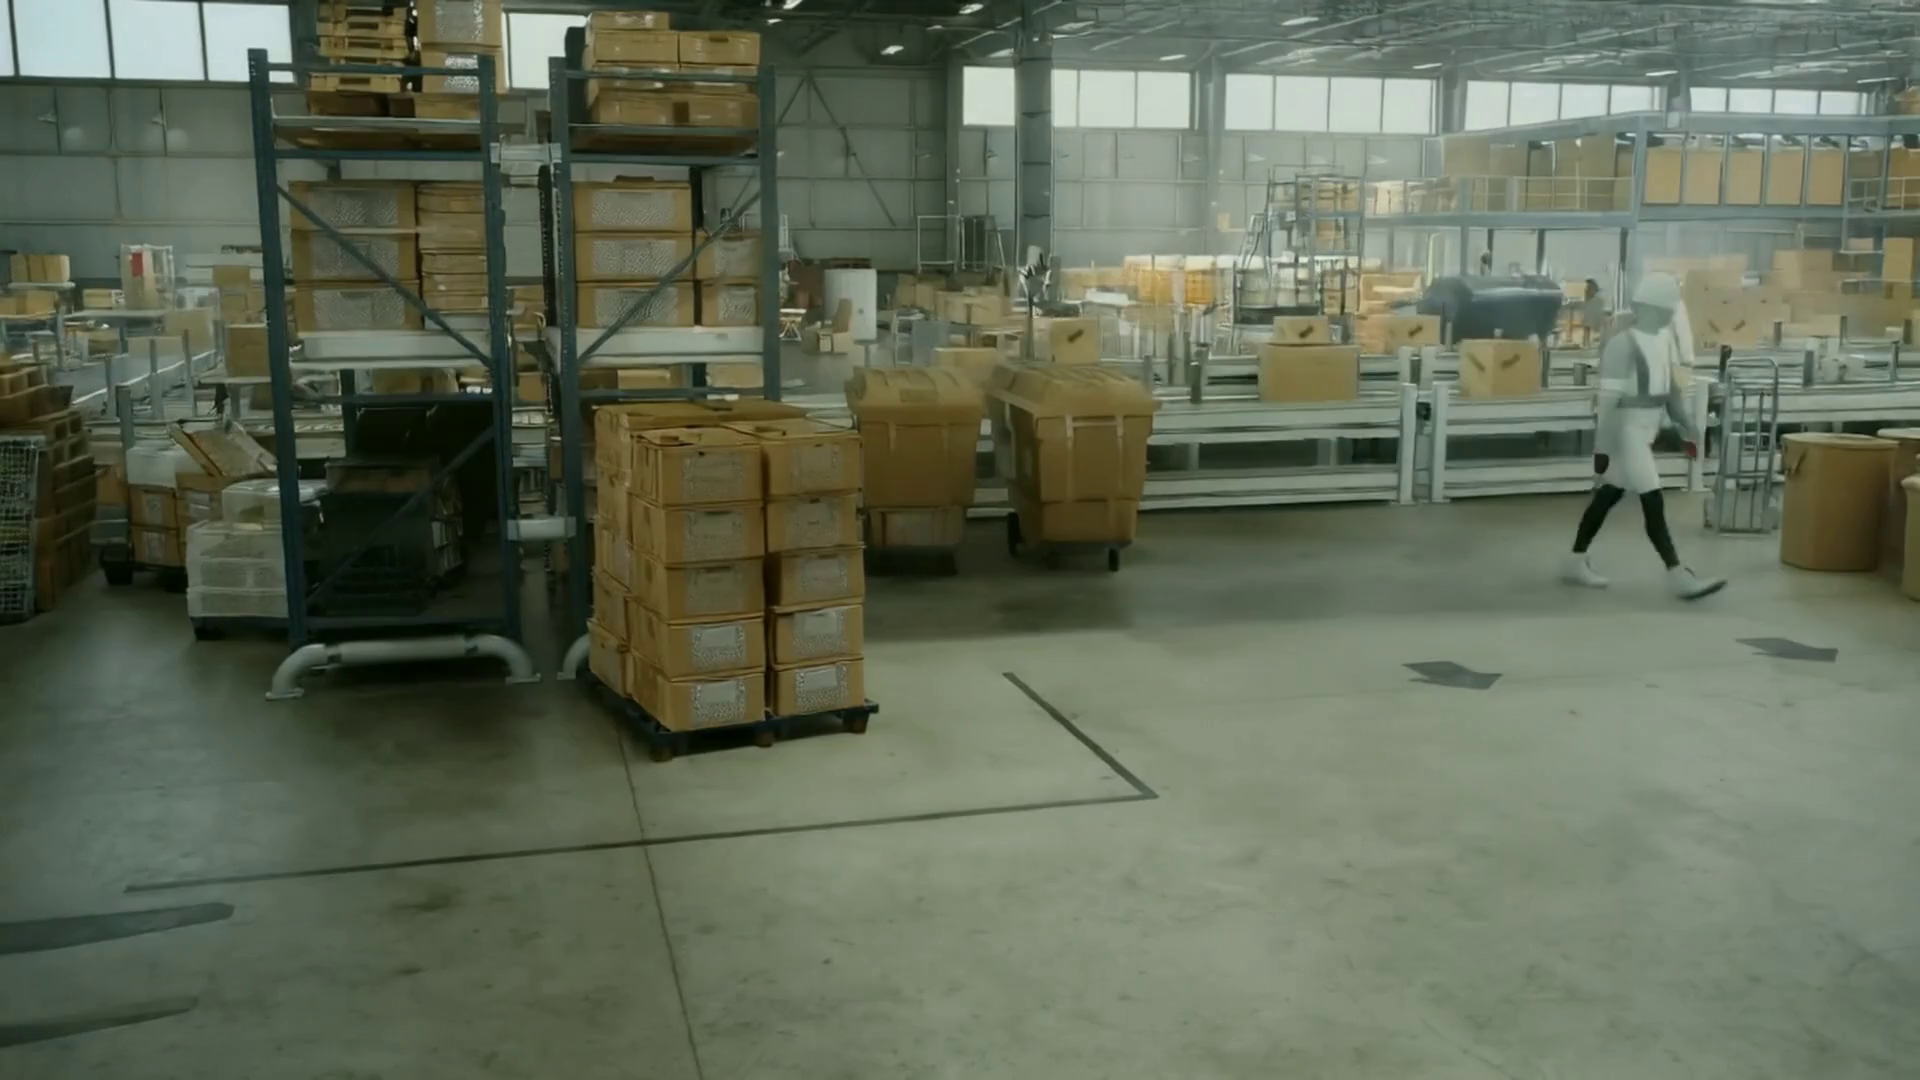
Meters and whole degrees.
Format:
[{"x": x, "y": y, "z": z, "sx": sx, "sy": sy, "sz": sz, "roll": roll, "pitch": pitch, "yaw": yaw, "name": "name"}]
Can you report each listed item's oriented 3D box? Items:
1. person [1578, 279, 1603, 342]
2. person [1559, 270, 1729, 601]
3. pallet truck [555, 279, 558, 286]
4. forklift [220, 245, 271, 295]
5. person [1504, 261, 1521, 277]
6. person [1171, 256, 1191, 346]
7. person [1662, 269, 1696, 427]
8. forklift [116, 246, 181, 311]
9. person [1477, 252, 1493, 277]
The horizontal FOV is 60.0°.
[{"x": 10.228, "y": -3.433, "z": 27.033, "sx": 0.877, "sy": 1.582, "sz": 0.517, "roll": -3, "pitch": 10, "yaw": -16, "name": "person"}, {"x": 4.147, "y": -0.626, "z": 10.043, "sx": 1.059, "sy": 1.970, "sz": 0.602, "roll": 10, "pitch": 14, "yaw": 43, "name": "person"}, {"x": -10.604, "y": -6.375, "z": 44.520, "sx": 0.653, "sy": 1.274, "sz": 1.630, "roll": -3, "pitch": 10, "yaw": -15, "name": "pallet truck"}, {"x": -17.749, "y": -6.334, "z": 41.440, "sx": 1.157, "sy": 1.987, "sz": 2.680, "roll": -3, "pitch": 10, "yaw": -17, "name": "forklift"}, {"x": 11.727, "y": -5.004, "z": 35.293, "sx": 0.594, "sy": 1.826, "sz": 0.404, "roll": 5, "pitch": 11, "yaw": 28, "name": "person"}, {"x": 4.758, "y": -5.132, "z": 35.714, "sx": 0.374, "sy": 1.928, "sz": 0.542, "roll": -5, "pitch": 11, "yaw": -27, "name": "person"}, {"x": 7.993, "y": -2.077, "z": 18.591, "sx": 0.976, "sy": 1.861, "sz": 0.657, "roll": -1, "pitch": 10, "yaw": -8, "name": "person"}, {"x": -19.966, "y": -6.232, "z": 40.894, "sx": 1.157, "sy": 1.987, "sz": 2.680, "roll": -3, "pitch": 10, "yaw": -15, "name": "forklift"}, {"x": 13.607, "y": -6.483, "z": 43.187, "sx": 0.392, "sy": 1.990, "sz": 0.611, "roll": 3, "pitch": 11, "yaw": 19, "name": "person"}]
